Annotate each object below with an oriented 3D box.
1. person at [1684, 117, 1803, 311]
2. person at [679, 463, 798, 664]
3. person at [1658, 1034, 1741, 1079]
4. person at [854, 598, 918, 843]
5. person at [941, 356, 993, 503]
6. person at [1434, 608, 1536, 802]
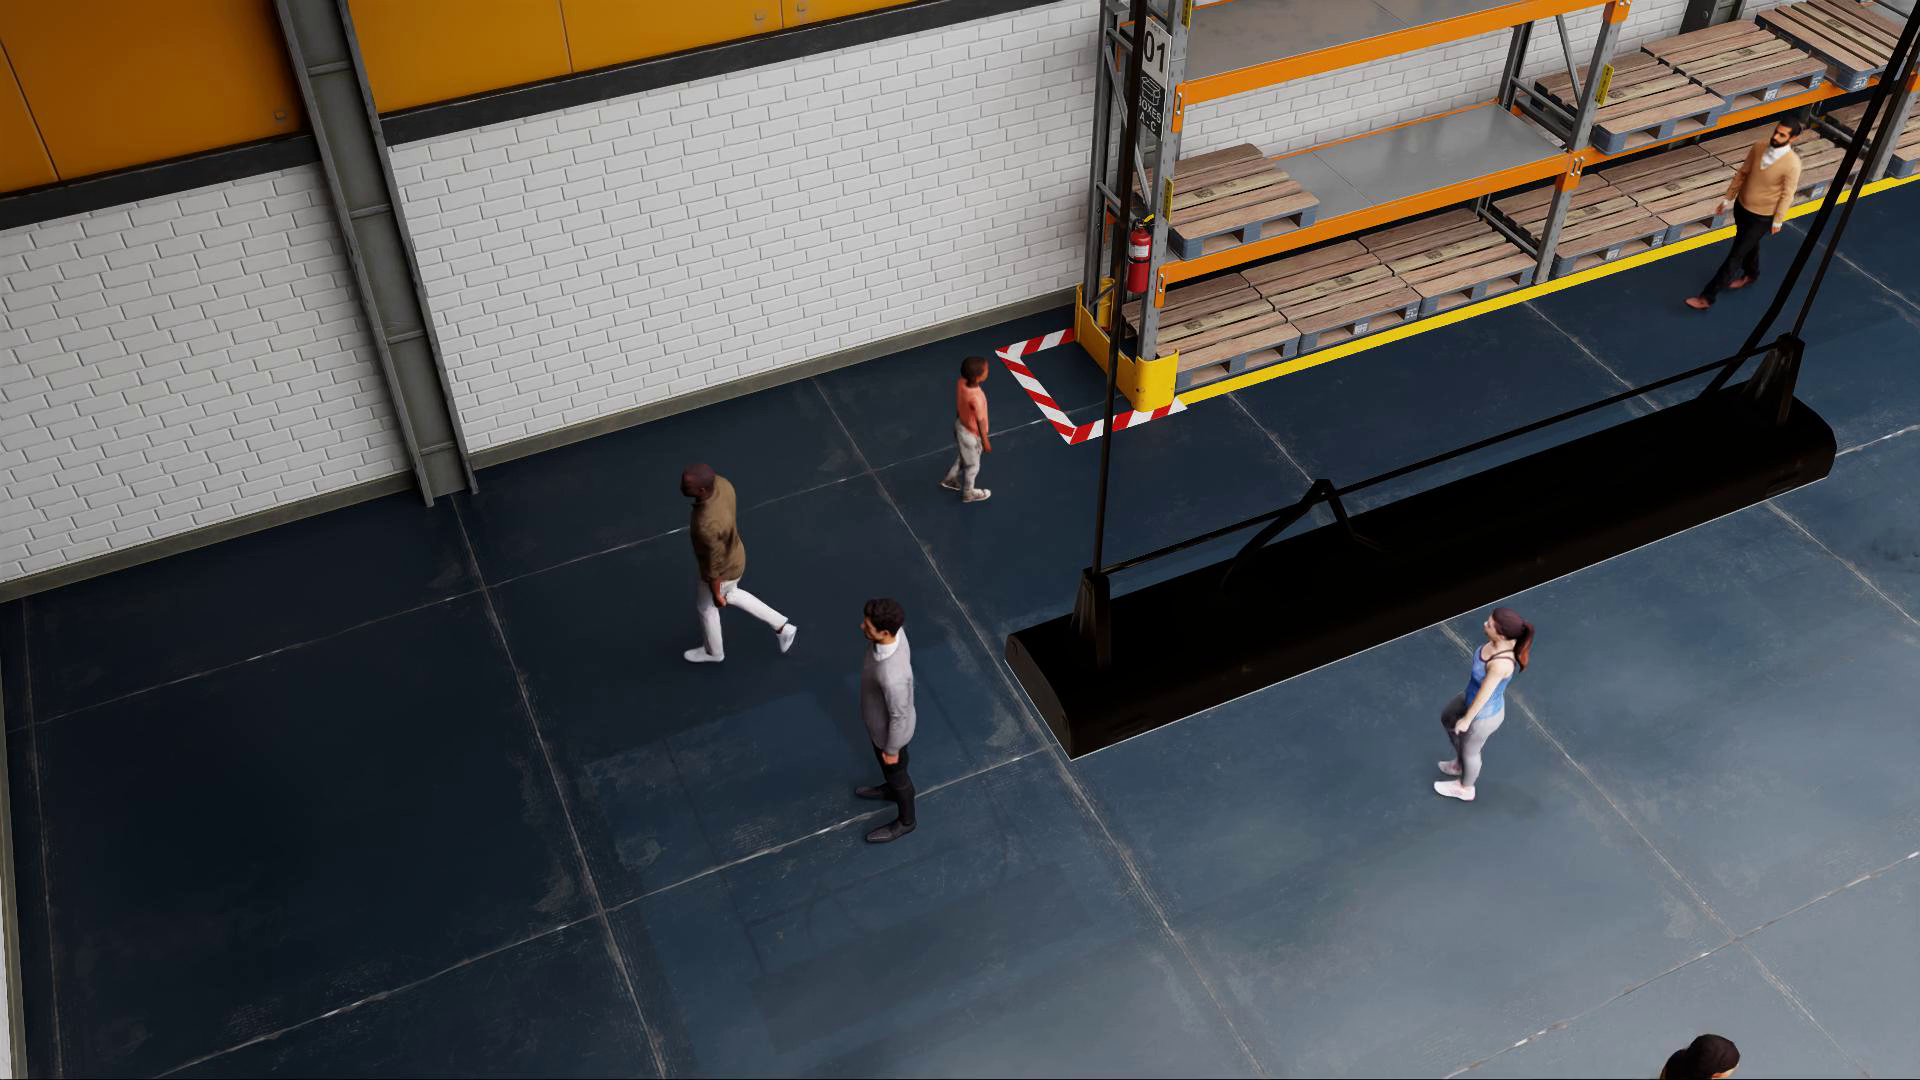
[{"bbox_3d":[6.697,-2.753,13.890,1.162,1.711,0.696,-15,46,-15],"label":"person"},{"bbox_3d":[-1.479,0.171,10.759,1.165,1.796,1.017,3,44,3],"label":"person"},{"bbox_3d":[3.275,2.866,8.027,0.959,1.663,0.852,7,44,7],"label":"person"},{"bbox_3d":[-0.407,1.039,9.756,0.722,1.922,0.800,-7,44,-7],"label":"person"},{"bbox_3d":[0.013,-0.779,12.114,0.618,1.303,0.521,-12,45,-12],"label":"person"},{"bbox_3d":[3.203,1.019,10.011,0.745,1.600,0.688,12,45,12],"label":"person"}]
